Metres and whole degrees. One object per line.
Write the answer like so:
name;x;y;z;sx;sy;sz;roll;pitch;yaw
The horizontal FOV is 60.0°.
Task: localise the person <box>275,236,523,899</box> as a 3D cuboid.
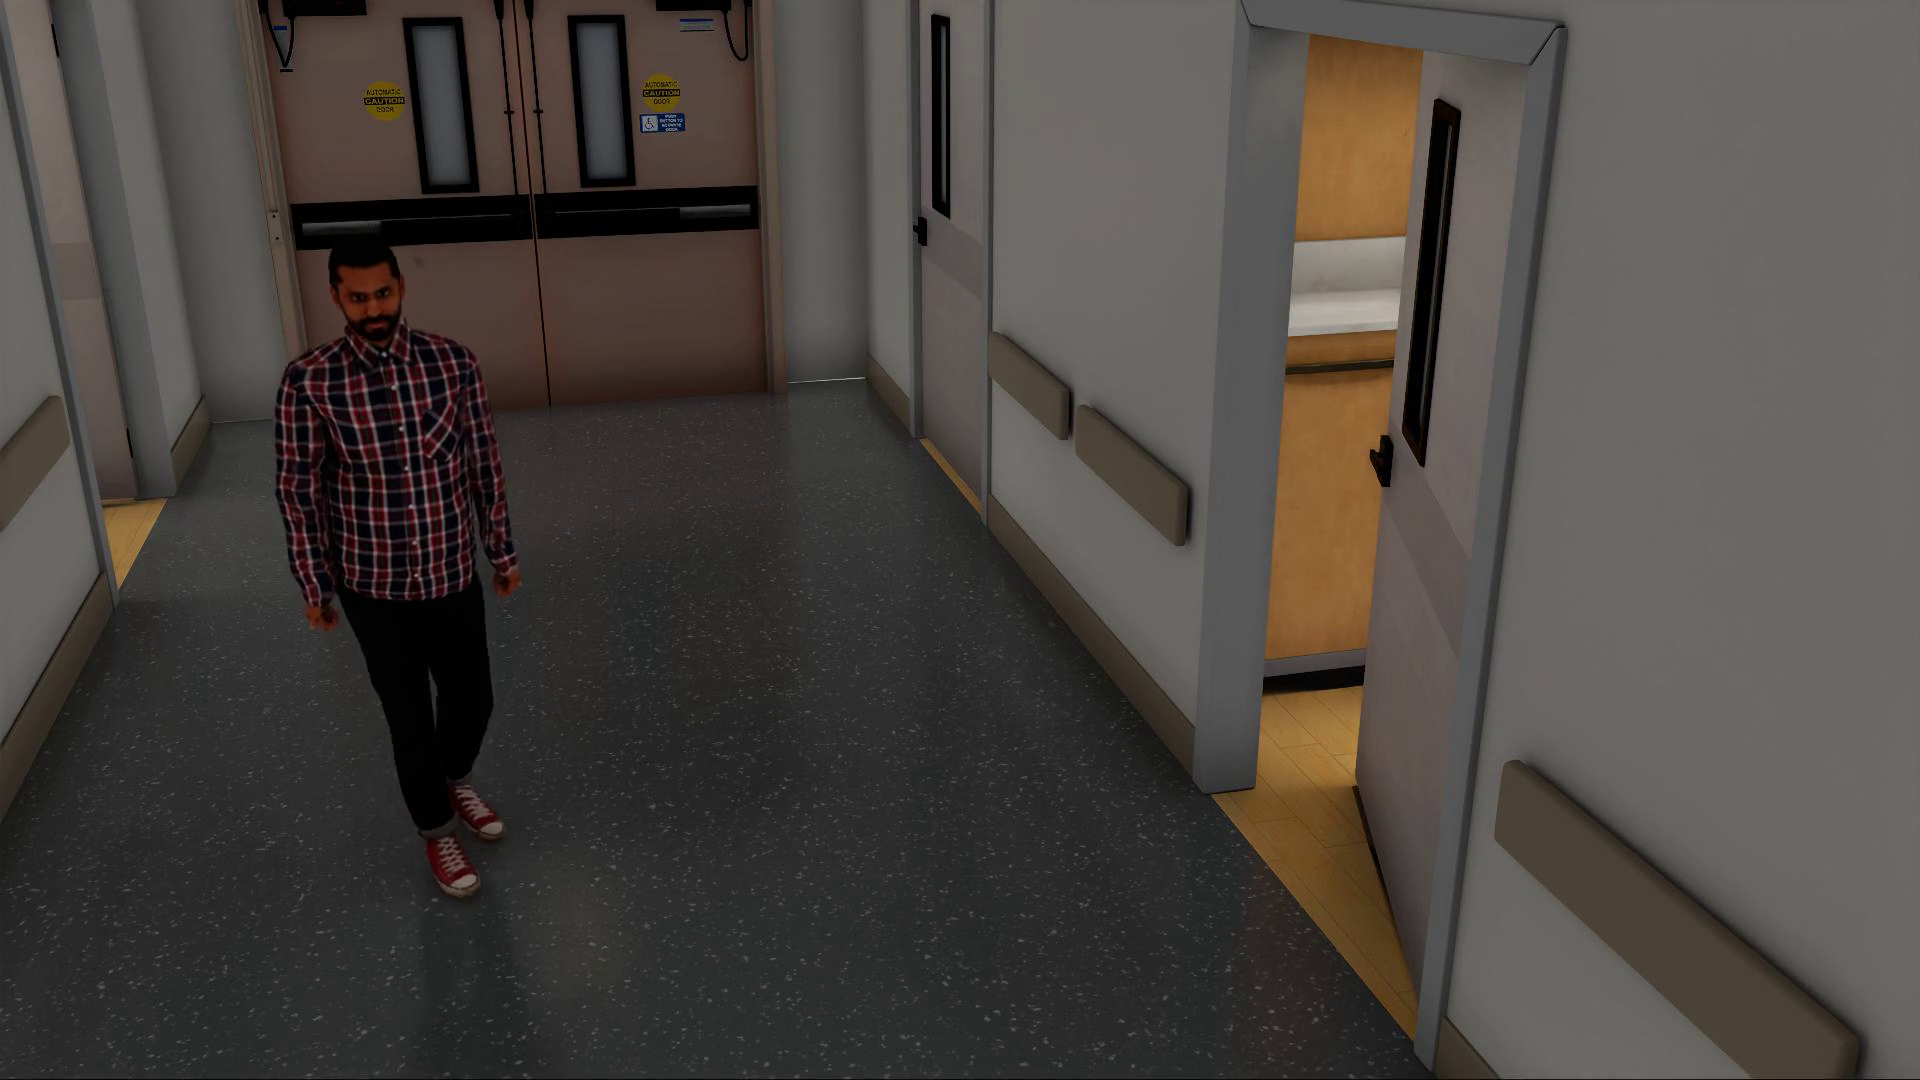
person;-1.466;0.049;4.427;0.863;1.755;0.903;-14;25;-33
